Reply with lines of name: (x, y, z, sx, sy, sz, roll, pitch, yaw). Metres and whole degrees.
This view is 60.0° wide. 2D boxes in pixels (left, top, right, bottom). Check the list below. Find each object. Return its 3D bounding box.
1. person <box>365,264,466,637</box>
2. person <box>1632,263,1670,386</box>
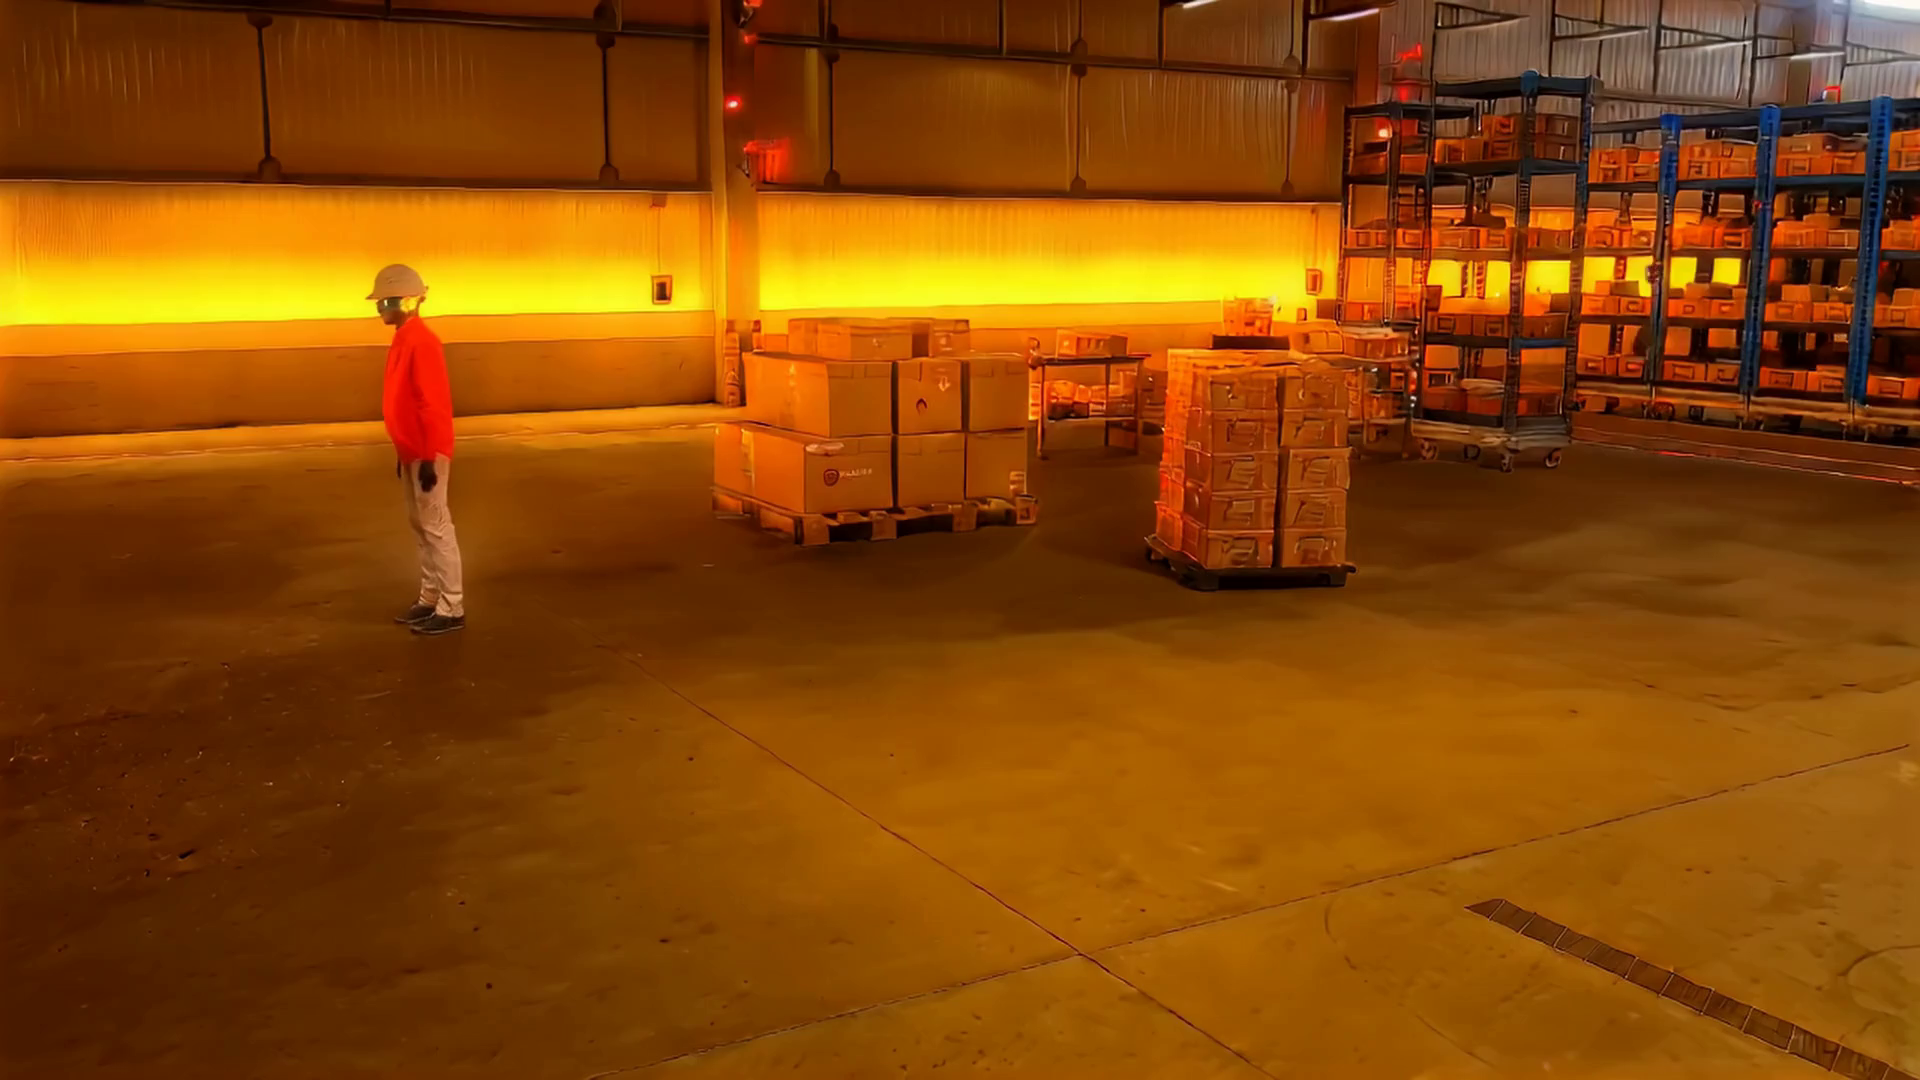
person: (-2.927, -0.477, 8.925, 0.416, 1.985, 0.611, -6, 12, -32)
person: (10.059, -3.090, 24.132, 0.442, 1.828, 0.581, -3, 11, -19)
